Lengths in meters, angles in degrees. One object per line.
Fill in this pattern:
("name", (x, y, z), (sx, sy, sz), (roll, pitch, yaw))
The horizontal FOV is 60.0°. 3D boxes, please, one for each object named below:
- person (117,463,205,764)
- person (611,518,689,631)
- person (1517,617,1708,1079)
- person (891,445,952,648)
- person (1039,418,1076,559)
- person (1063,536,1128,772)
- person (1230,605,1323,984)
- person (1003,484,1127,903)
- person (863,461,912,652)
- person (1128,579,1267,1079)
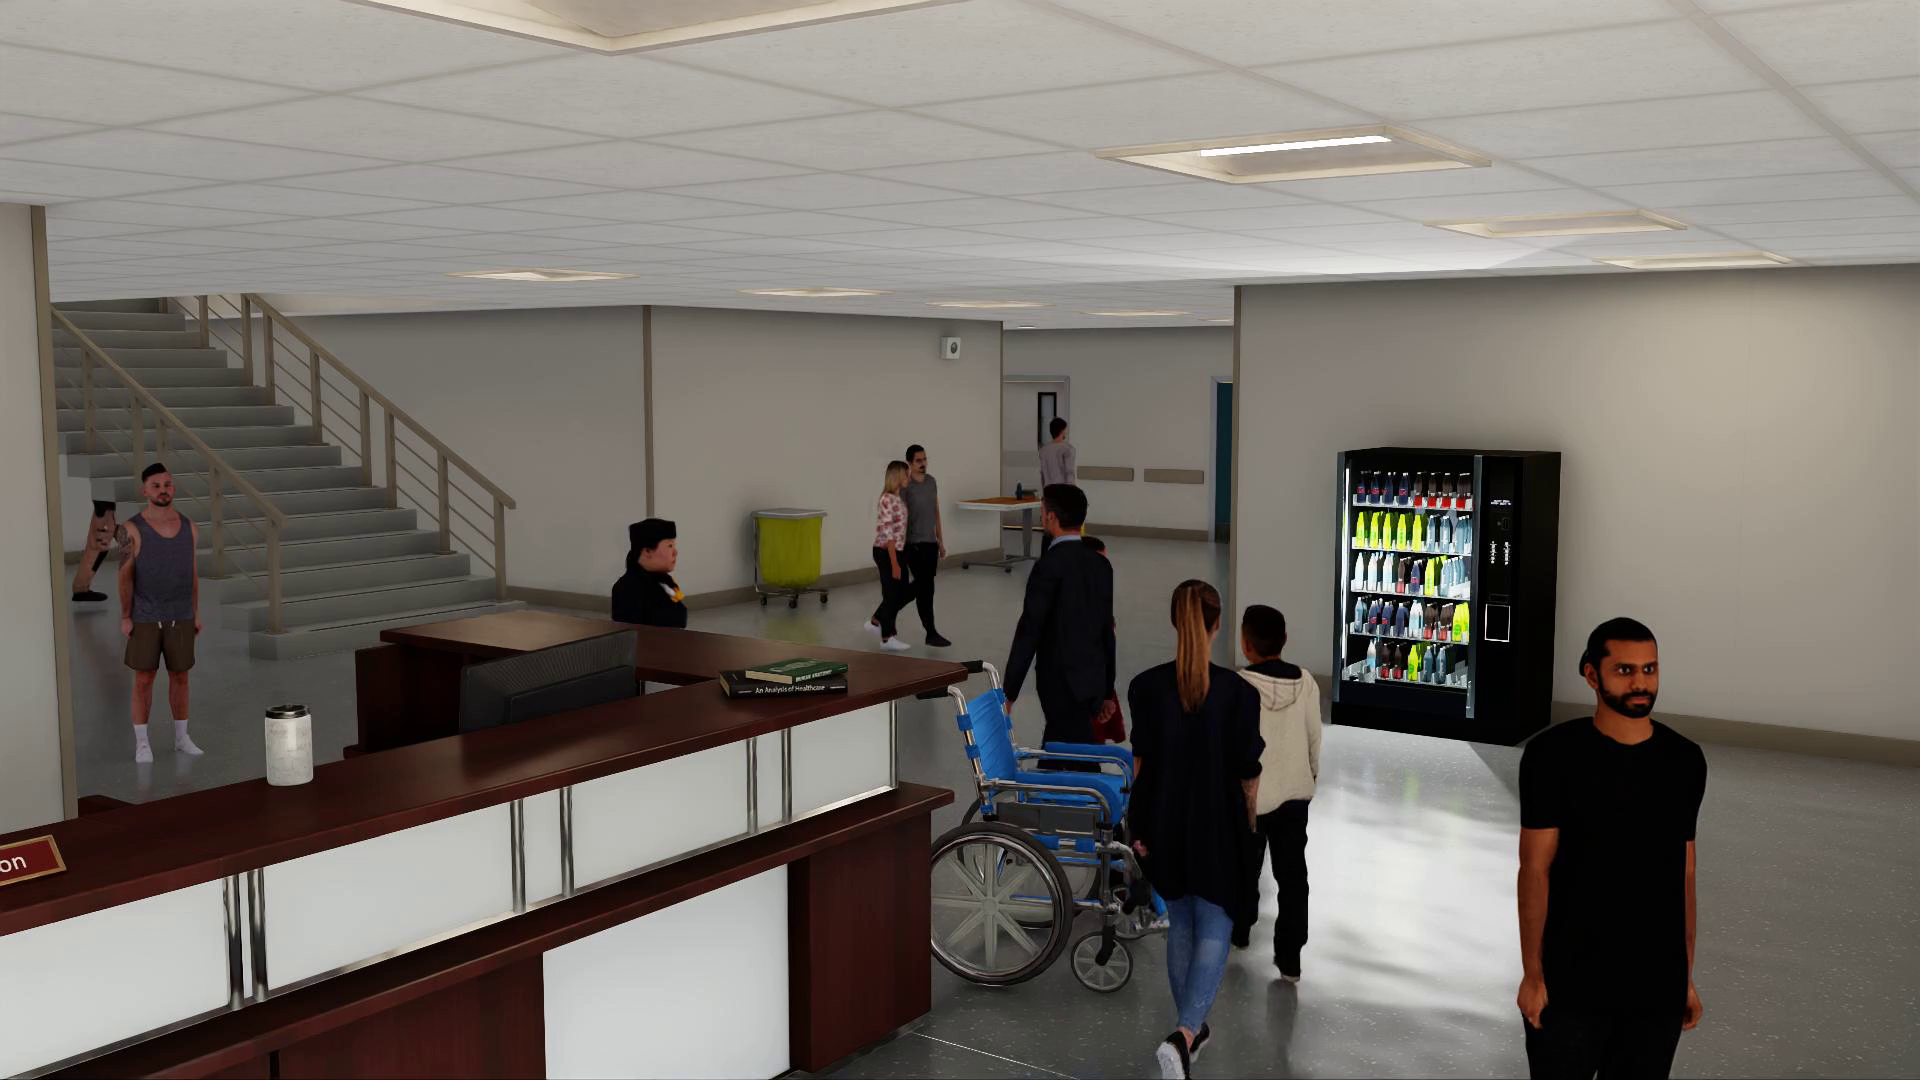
("person", (-4.916, 0.440, 10.234), (0.673, 1.846, 0.634), (-6, 8, -44))
("person", (-1.540, 0.733, 7.849), (0.820, 1.665, 0.828), (2, 6, 15))
("person", (1.599, 1.060, 4.132), (0.709, 1.758, 0.783), (-1, 6, -5))
("person", (-0.418, 0.053, 14.326), (1.052, 1.720, 0.648), (4, 7, 34))
("person", (1.066, -0.464, 18.958), (0.788, 1.824, 0.809), (5, 8, 41))
("person", (0.578, 0.751, 8.307), (0.906, 1.537, 0.610), (5, 8, 42))
("person", (1.218, 0.991, 6.447), (0.898, 1.433, 0.944), (-1, 6, -7))
("person", (0.537, 0.712, 7.326), (1.257, 1.811, 0.760), (5, 8, 42))
("person", (-0.665, 0.141, 13.987), (0.807, 1.614, 0.752), (1, 6, 10))
("person", (0.739, 0.981, 5.392), (1.031, 1.664, 0.843), (2, 6, 21))
